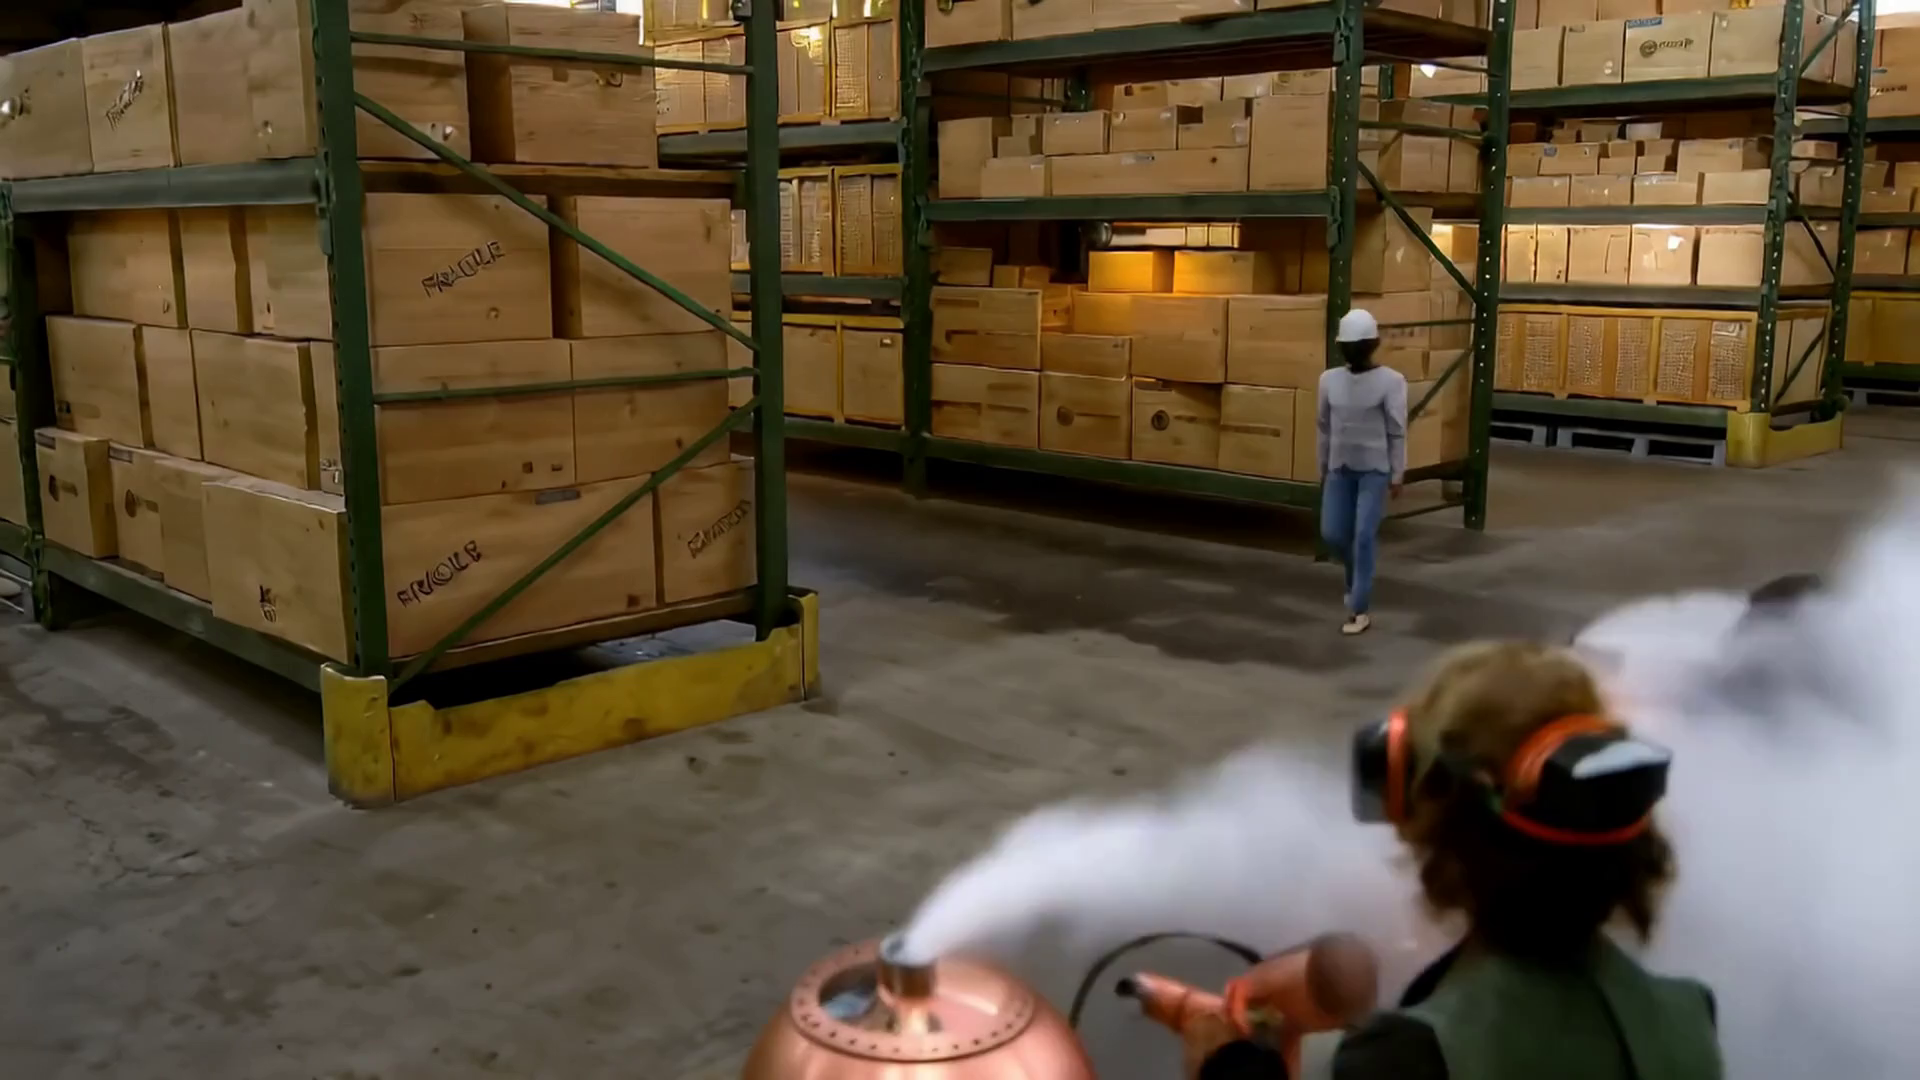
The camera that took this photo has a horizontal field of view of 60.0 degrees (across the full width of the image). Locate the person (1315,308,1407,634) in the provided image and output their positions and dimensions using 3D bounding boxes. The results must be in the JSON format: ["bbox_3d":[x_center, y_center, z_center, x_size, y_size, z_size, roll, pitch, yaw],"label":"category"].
[{"bbox_3d":[2.188,-0.382,9.028,0.534,1.755,0.512,8,13,38],"label":"person"}]

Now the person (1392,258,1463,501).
[{"bbox_3d":[3.756,-1.306,13.514,0.630,1.958,0.963,-7,13,-34],"label":"person"}]
